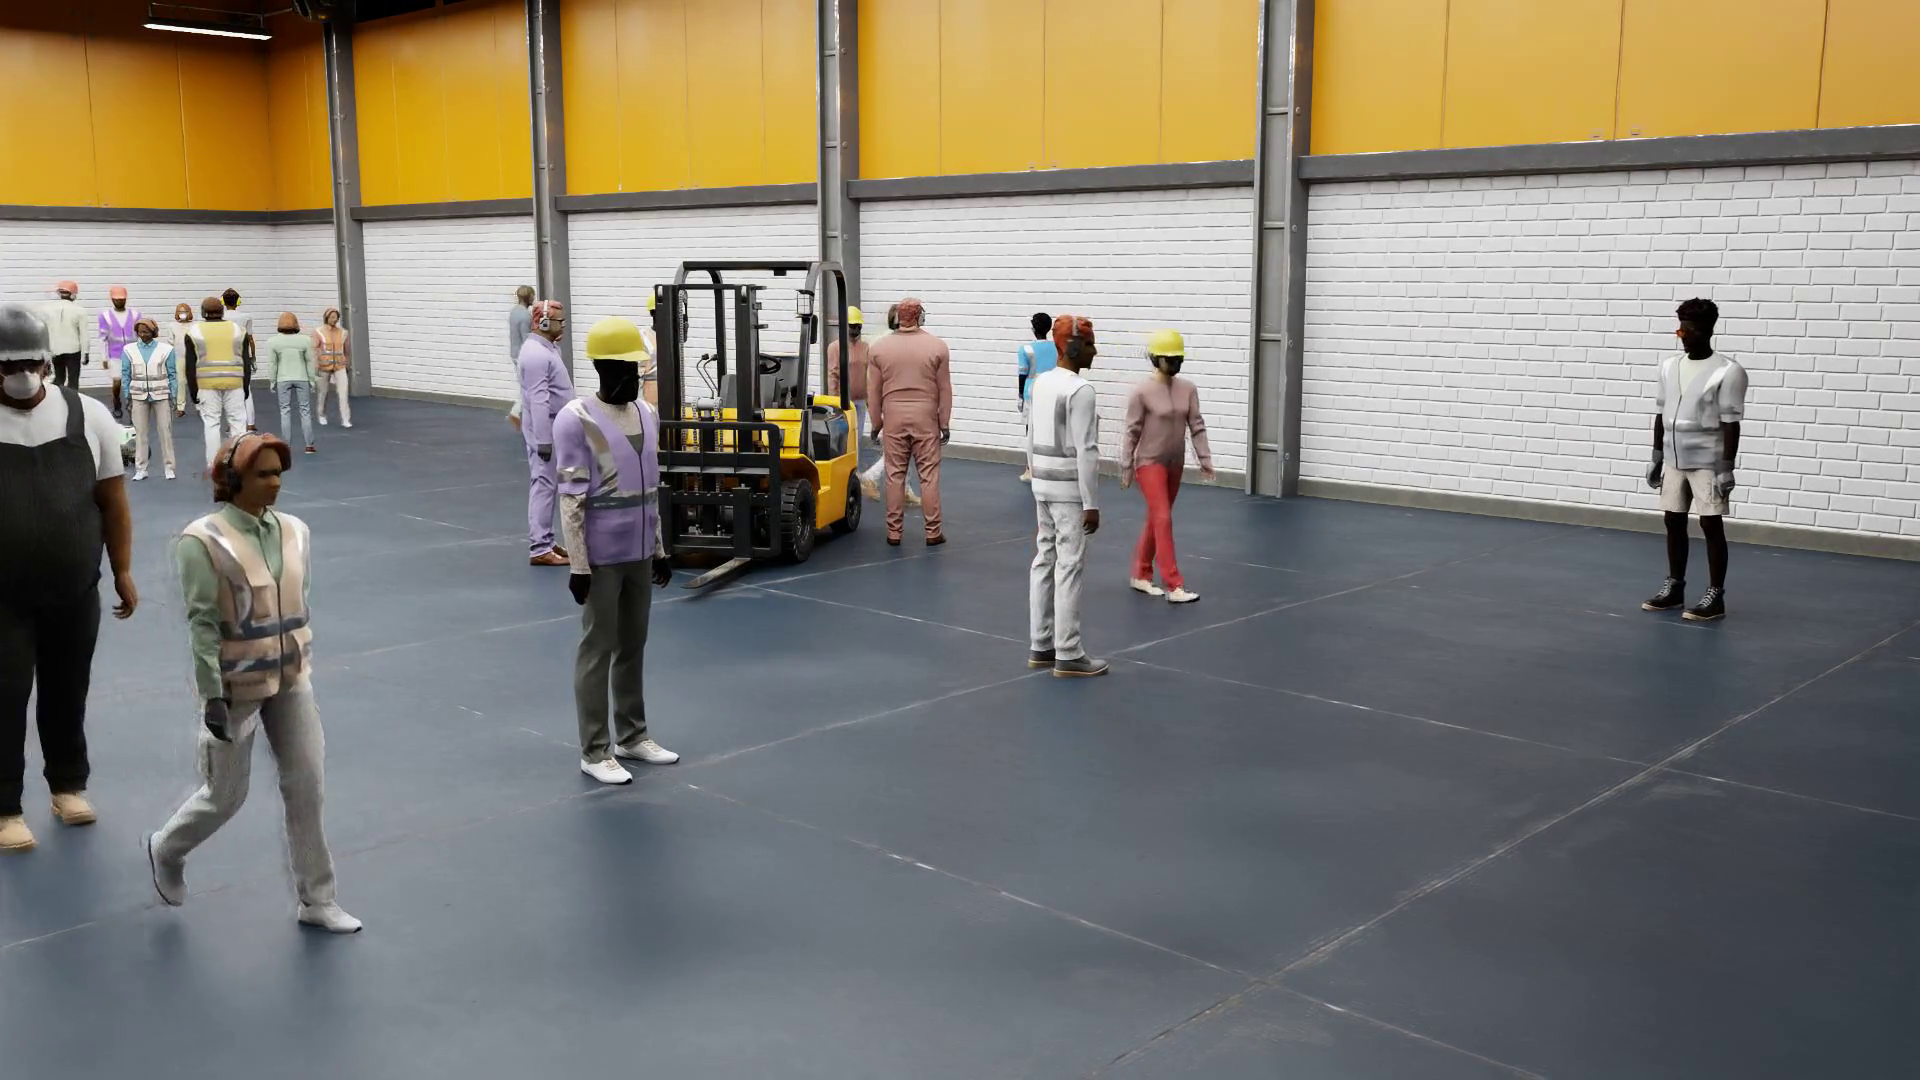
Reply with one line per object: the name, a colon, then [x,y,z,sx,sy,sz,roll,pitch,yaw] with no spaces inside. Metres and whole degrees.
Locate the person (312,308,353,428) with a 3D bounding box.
person: [-8.475,-2.325,22.407,0.513,1.601,0.824,-6,11,-34]

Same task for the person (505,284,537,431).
person: [-5.614,-2.342,21.531,0.555,1.927,0.662,-5,11,-30]

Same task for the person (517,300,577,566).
person: [-2.949,-0.767,11.955,0.401,1.899,0.645,-2,9,-10]

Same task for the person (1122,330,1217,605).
person: [1.353,-0.451,10.517,0.537,1.728,0.873,-6,11,-35]

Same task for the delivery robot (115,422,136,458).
delivery robot: [-9.156,-1.100,17.812,0.707,0.478,0.477,1,9,4]

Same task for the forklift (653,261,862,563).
forklift: [-1.552,-1.040,12.721,1.214,2.155,2.313,2,9,11]

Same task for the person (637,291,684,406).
person: [-2.644,-1.234,14.714,0.355,1.930,0.587,7,11,35]

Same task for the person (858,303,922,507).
person: [-0.580,-1.179,14.676,0.547,1.821,0.646,-1,9,-4]

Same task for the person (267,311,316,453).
person: [-7.651,-1.795,19.065,0.497,1.633,0.283,-4,10,-21]

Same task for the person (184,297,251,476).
person: [-7.594,-1.566,17.058,0.625,1.841,0.429,-6,11,-31]

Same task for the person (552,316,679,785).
person: [-1.420,0.036,6.939,0.366,1.926,0.592,5,10,27]

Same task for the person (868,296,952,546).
person: [-0.375,-0.902,12.749,0.641,1.910,0.401,1,9,6]

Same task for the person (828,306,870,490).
person: [-1.031,-1.333,15.827,0.327,1.767,0.533,9,13,42]

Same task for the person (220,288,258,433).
person: [-9.410,-2.320,21.579,0.532,1.864,0.311,-4,10,-25]

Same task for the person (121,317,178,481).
person: [-8.135,-1.417,16.728,0.514,1.639,0.310,-3,10,-16]

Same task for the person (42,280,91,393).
person: [-12.598,-2.681,23.487,0.640,1.963,0.501,-1,9,-8]

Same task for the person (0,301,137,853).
person: [-3.434,0.106,6.163,0.545,2.000,0.697,9,13,43]

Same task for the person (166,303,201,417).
person: [-11.086,-2.575,23.845,0.507,1.632,0.272,-3,10,-17]

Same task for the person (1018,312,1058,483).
person: [0.815,-1.415,16.553,0.530,1.692,0.320,-3,10,-19]

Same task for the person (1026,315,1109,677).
person: [0.551,-0.230,8.702,0.342,1.881,0.579,-4,10,-26]

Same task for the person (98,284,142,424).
person: [-11.454,-2.539,22.763,0.554,1.923,0.580,-6,11,-33]

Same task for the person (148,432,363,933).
person: [-2.287,0.456,5.304,0.688,1.617,0.516,5,10,27]

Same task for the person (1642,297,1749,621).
person: [4.452,-0.488,10.086,0.393,1.957,0.604,-4,10,-23]
